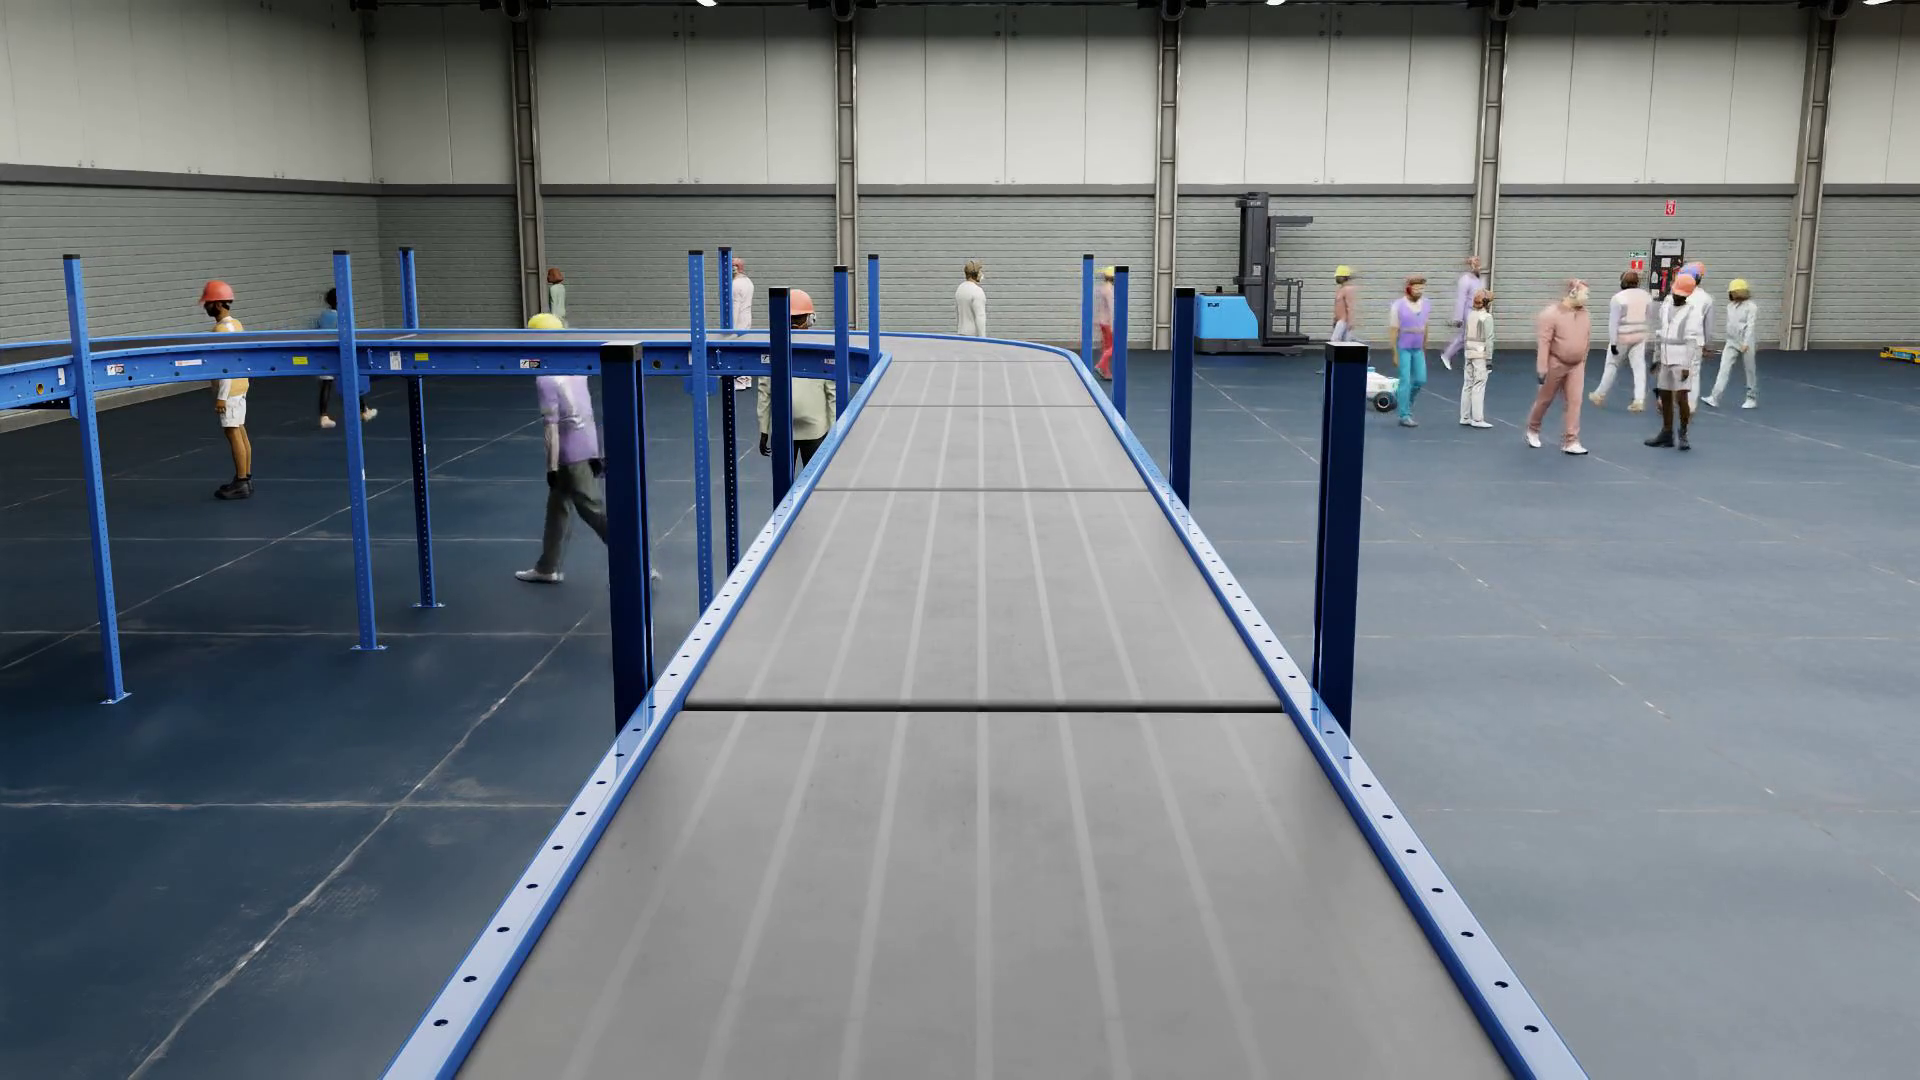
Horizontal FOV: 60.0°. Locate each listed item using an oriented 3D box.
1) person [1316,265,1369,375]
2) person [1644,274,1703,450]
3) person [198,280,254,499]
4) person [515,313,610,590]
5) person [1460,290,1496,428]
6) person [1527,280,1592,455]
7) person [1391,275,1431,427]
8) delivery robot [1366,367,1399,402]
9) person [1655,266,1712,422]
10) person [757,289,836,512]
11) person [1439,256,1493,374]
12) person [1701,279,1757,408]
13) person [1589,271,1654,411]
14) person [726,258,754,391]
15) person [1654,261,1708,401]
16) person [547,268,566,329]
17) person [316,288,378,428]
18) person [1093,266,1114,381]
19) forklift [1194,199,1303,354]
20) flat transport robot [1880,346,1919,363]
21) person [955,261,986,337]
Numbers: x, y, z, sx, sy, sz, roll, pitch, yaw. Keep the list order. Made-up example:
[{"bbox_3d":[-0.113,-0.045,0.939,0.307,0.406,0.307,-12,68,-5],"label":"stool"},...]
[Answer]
[{"bbox_3d":[6.159,-3.515,26.556,0.856,1.731,0.527,-1,11,-3],"label":"person"},{"bbox_3d":[7.741,-1.928,18.031,0.417,1.896,0.619,-4,12,-19],"label":"person"},{"bbox_3d":[-6.576,-1.349,14.921,0.353,1.941,0.543,-2,11,-12],"label":"person"},{"bbox_3d":[-2.588,-0.601,11.264,0.963,1.877,0.605,1,11,6],"label":"person"},{"bbox_3d":[6.203,-2.167,19.898,0.311,1.639,0.521,-3,11,-14],"label":"person"},{"bbox_3d":[6.456,-1.876,17.879,0.668,1.842,1.020,-2,11,-12],"label":"person"},{"bbox_3d":[5.387,-2.260,19.919,0.614,1.810,0.497,-5,12,-25],"label":"person"},{"bbox_3d":[5.376,-2.020,21.804,0.707,0.478,0.477,5,12,25],"label":"delivery robot"},{"bbox_3d":[8.980,-2.448,20.672,0.642,1.886,1.007,1,11,7],"label":"person"},{"bbox_3d":[-1.148,-0.775,11.829,0.608,1.995,0.377,1,11,7],"label":"person"},{"bbox_3d":[8.221,-3.655,26.950,0.902,1.874,0.644,8,14,37],"label":"person"},{"bbox_3d":[10.148,-2.554,21.750,0.940,1.686,0.492,-6,13,-29],"label":"person"},{"bbox_3d":[8.683,-2.605,21.725,0.618,1.796,0.963,-2,11,-10],"label":"person"},{"bbox_3d":[-3.230,-3.130,24.149,0.410,1.913,0.643,2,11,12],"label":"person"},{"bbox_3d":[9.822,-2.817,22.544,0.899,1.912,0.543,-9,14,-39],"label":"person"},{"bbox_3d":[-6.828,-3.774,28.169,0.280,1.633,0.502,1,11,7],"label":"person"},{"bbox_3d":[-7.455,-2.203,20.043,0.539,1.648,0.847,4,12,21],"label":"person"},{"bbox_3d":[2.292,-3.301,25.406,0.368,1.752,0.550,-1,11,-4],"label":"person"},{"bbox_3d":[5.313,-4.851,30.603,1.873,2.768,1.129,0,11,1],"label":"forklift"},{"bbox_3d":[16.776,-3.238,29.036,0.652,0.197,1.431,0,11,1],"label":"flat transport robot"},{"bbox_3d":[0.162,-2.615,21.430,0.372,1.940,0.632,-6,12,-27],"label":"person"}]
